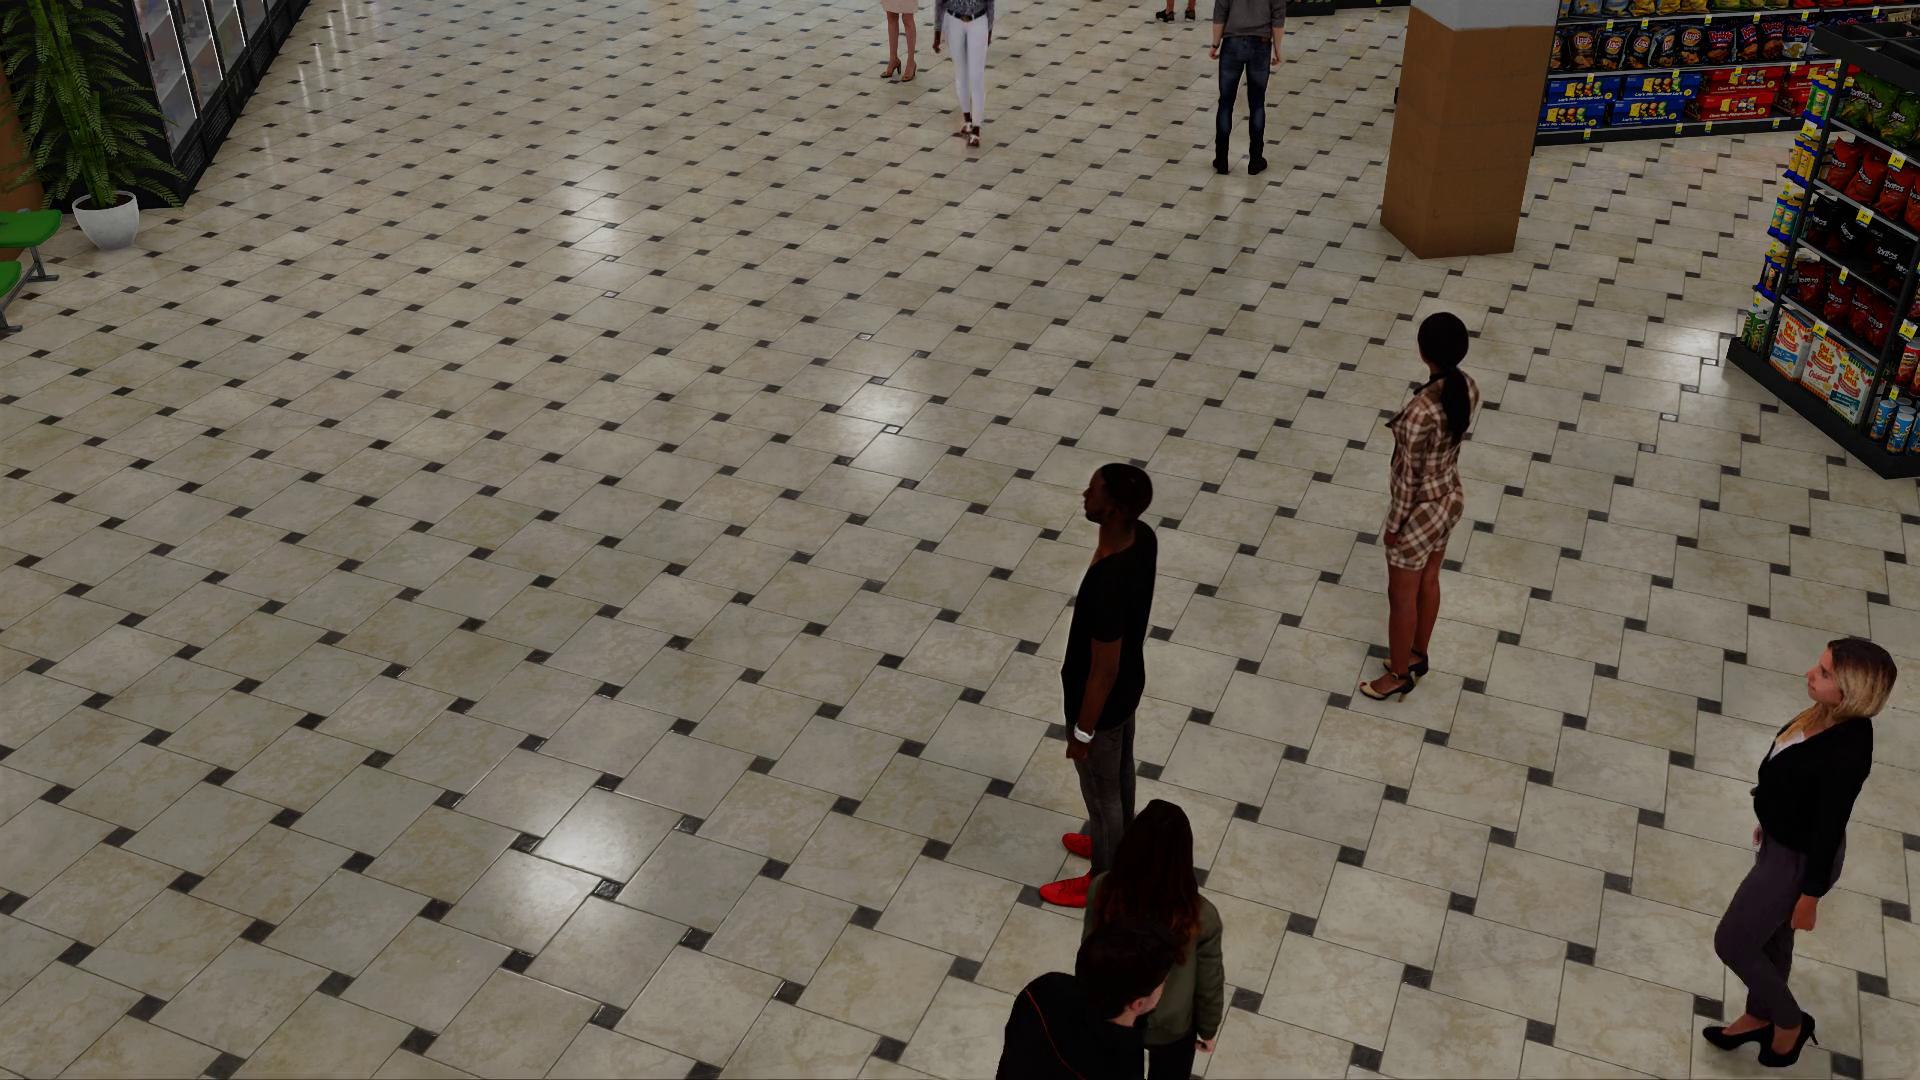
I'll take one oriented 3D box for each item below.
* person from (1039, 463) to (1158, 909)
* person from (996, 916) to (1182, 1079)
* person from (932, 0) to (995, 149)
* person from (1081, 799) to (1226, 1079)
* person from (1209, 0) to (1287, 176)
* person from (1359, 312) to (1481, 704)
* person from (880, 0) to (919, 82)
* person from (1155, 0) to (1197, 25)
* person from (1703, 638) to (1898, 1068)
[{"bbox_3d":[0.518,0.522,5.793,0.707,1.806,0.715,10,33,16],"label":"person"},{"bbox_3d":[0.151,1.650,4.002,1.265,1.783,0.883,-11,34,-17],"label":"person"},{"bbox_3d":[0.061,-4.049,13.240,0.945,1.699,0.859,5,32,9],"label":"person"},{"bbox_3d":[0.529,1.348,4.778,0.623,1.476,0.716,14,35,22],"label":"person"},{"bbox_3d":[2.149,-3.711,12.504,0.636,1.903,0.826,6,32,9],"label":"person"},{"bbox_3d":[1.897,-0.101,6.807,0.644,1.793,0.732,-27,41,-36],"label":"person"},{"bbox_3d":[-0.538,-4.934,14.628,0.679,1.736,0.745,19,37,28],"label":"person"},{"bbox_3d":[2.182,-6.030,16.270,0.490,1.861,0.720,-6,32,-9],"label":"person"},{"bbox_3d":[2.666,1.025,5.120,0.790,1.663,0.741,13,34,20],"label":"person"}]
